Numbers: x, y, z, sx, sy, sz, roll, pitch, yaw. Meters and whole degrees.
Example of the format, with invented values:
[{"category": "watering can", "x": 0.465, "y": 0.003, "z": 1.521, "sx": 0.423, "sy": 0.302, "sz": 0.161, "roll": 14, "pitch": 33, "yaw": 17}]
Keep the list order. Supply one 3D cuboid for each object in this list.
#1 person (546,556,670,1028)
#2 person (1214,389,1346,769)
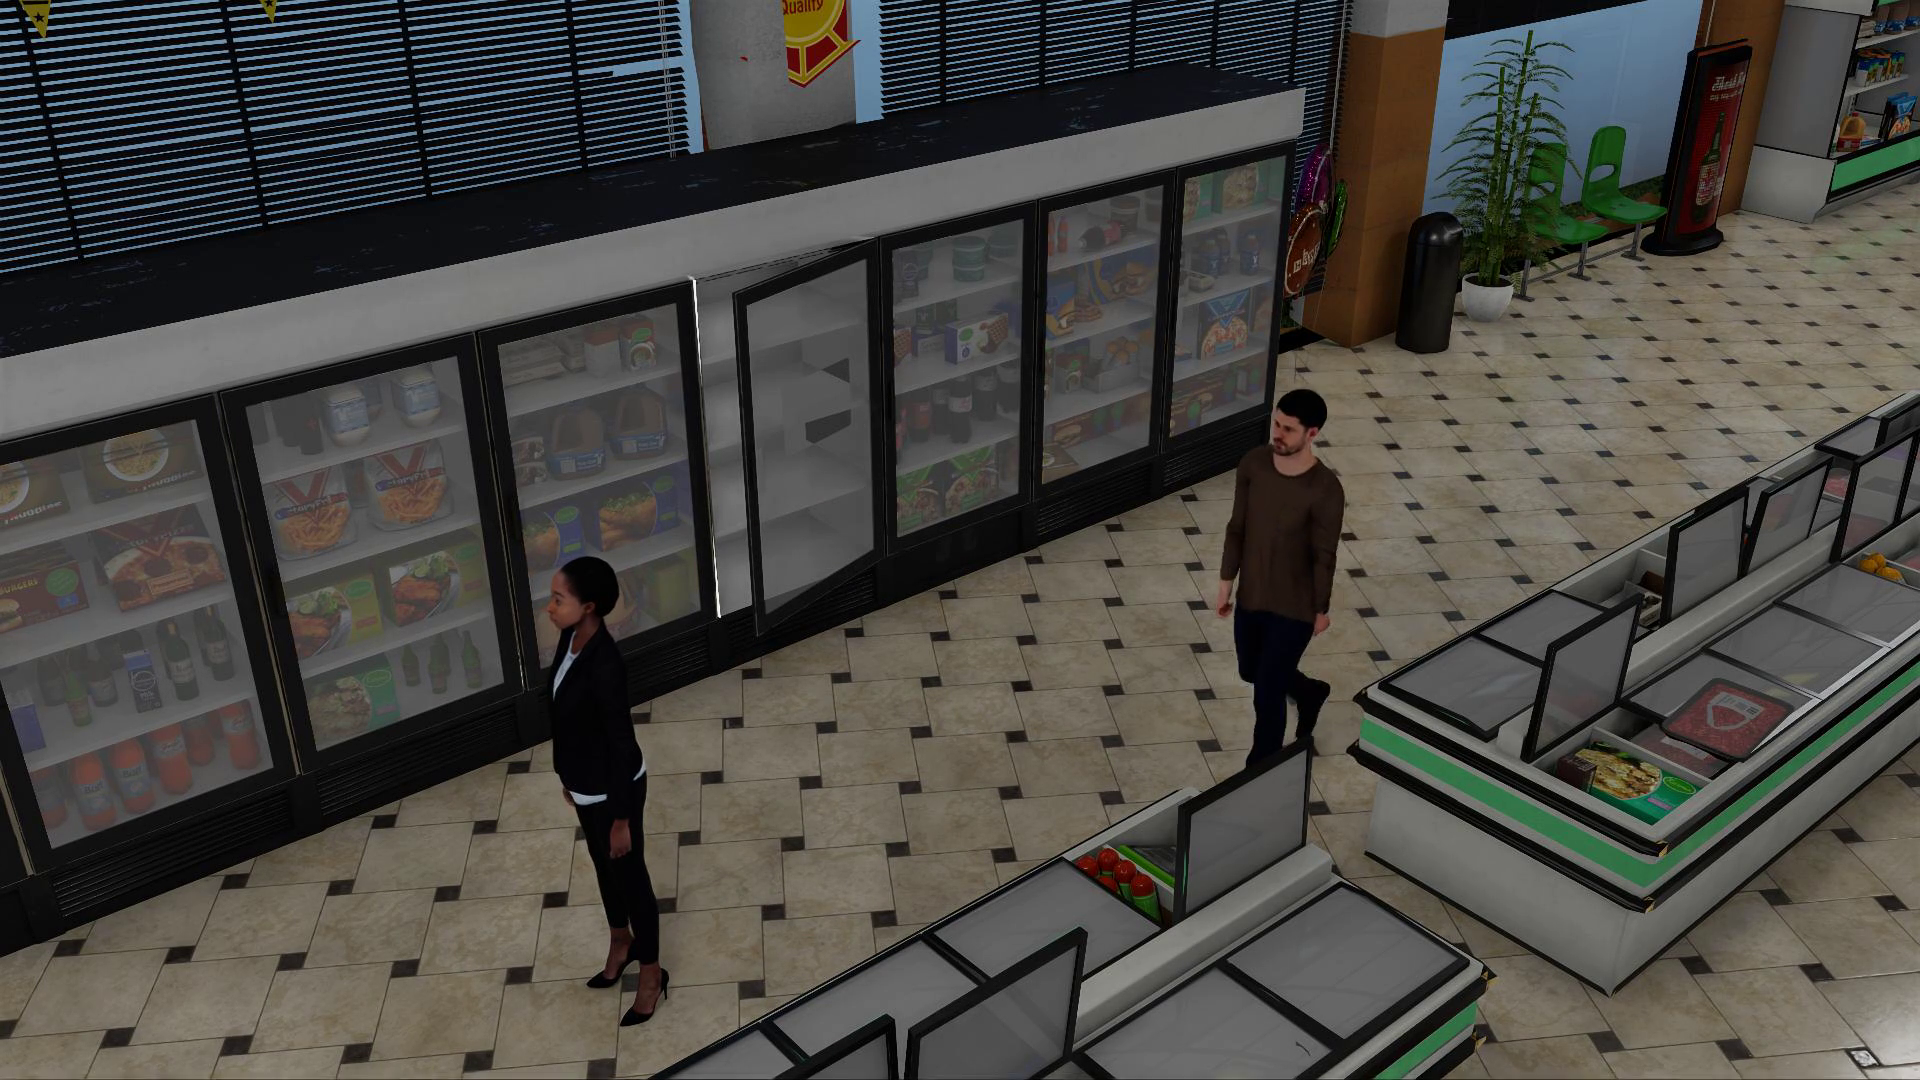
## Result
[{"category": "person", "x": -1.211, "y": 0.876, "z": 5.713, "sx": 0.556, "sy": 1.834, "sz": 0.626, "roll": -16, "pitch": 31, "yaw": -28}, {"category": "person", "x": 1.380, "y": 0.220, "z": 6.973, "sx": 1.020, "sy": 1.865, "sz": 0.640, "roll": -21, "pitch": 34, "yaw": -36}]
